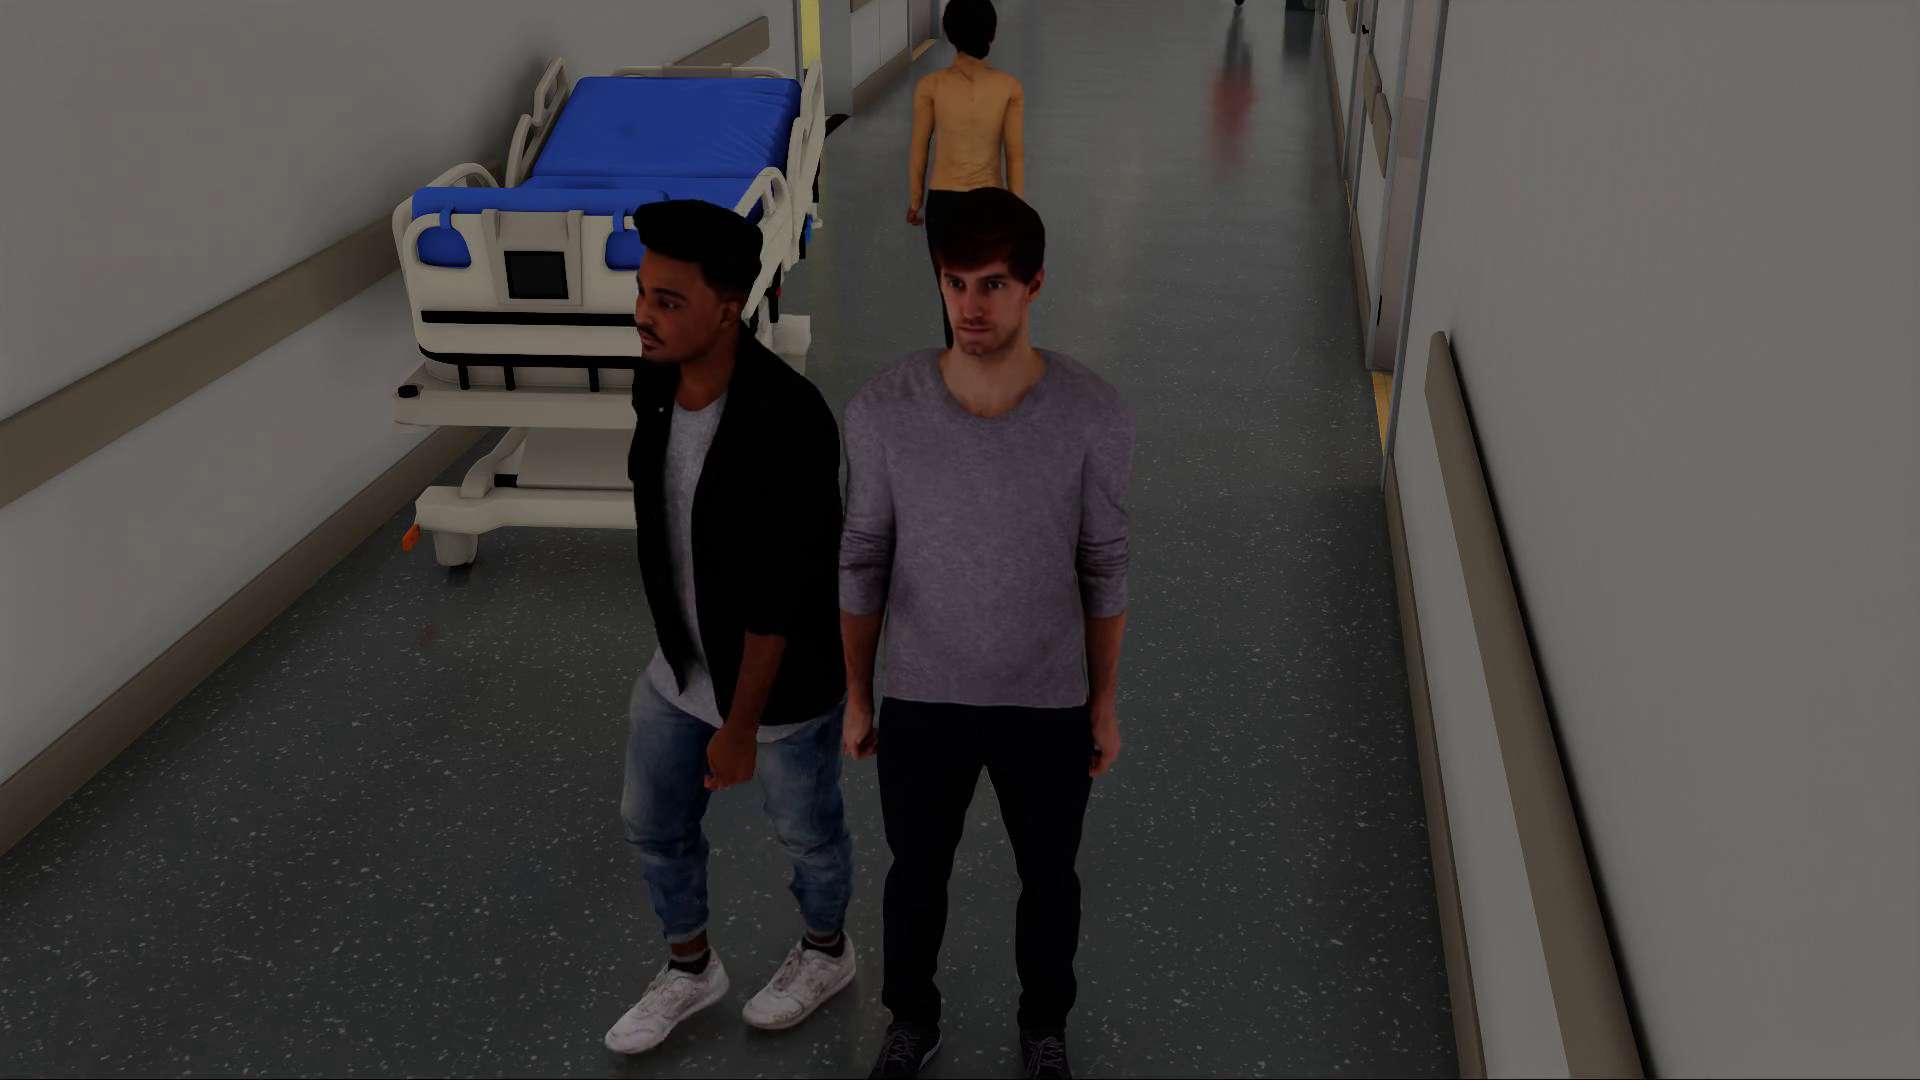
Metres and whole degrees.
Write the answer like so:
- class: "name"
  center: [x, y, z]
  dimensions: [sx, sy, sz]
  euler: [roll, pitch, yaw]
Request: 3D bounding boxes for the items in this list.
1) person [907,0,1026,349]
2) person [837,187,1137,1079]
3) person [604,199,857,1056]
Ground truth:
- class: "person"
  center: [0.034, -1.213, 6.329]
  dimensions: [0.892, 1.640, 0.801]
  euler: [-3, 26, -6]
- class: "person"
  center: [0.050, 0.269, 3.023]
  dimensions: [0.486, 1.843, 0.740]
  euler: [2, 26, 4]
- class: "person"
  center: [-0.331, 0.189, 3.249]
  dimensions: [0.885, 1.790, 0.937]
  euler: [21, 33, 37]
